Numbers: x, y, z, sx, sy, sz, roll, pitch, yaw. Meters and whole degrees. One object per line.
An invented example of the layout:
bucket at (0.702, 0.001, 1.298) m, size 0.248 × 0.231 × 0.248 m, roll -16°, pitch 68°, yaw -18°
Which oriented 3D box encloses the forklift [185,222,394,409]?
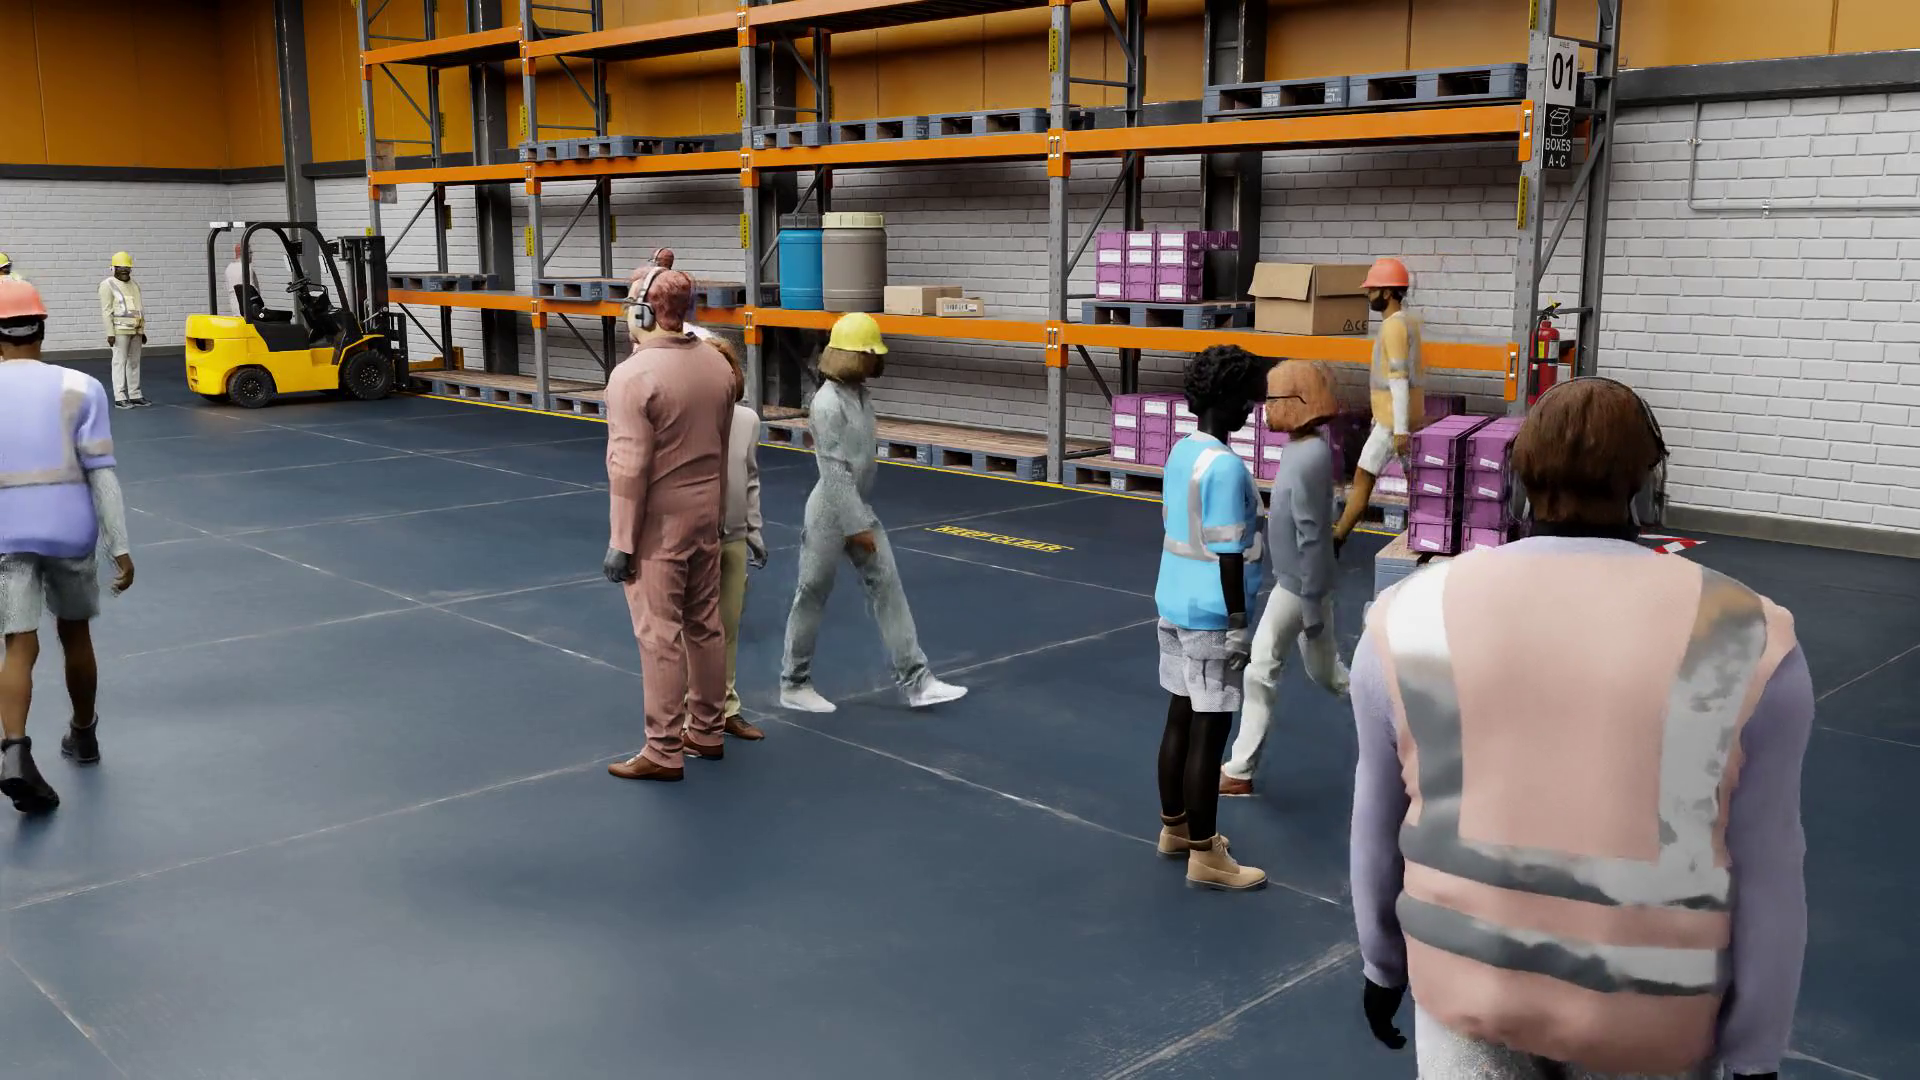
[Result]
forklift at (-8.169, -2.758, 20.163) m, size 2.313 × 2.155 × 1.214 m, roll -10°, pitch 14°, yaw -44°

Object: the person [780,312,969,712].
person at (-0.394, -0.085, 6.929) m, size 0.888 × 1.699 × 0.488 m, roll 4°, pitch 11°, yaw 22°

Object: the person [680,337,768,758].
person at (-0.971, 0.020, 6.550) m, size 0.285 × 1.631 × 0.501 m, roll 10°, pitch 14°, yaw 43°

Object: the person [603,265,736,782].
person at (-1.108, -0.058, 6.214) m, size 0.410 × 1.913 × 0.642 m, roll 5°, pitch 12°, yaw 26°

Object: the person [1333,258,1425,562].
person at (2.572, -0.748, 10.063) m, size 1.000 × 1.878 × 0.567 m, roll 5°, pitch 11°, yaw 23°

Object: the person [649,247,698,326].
person at (-2.746, -1.751, 15.440) m, size 0.651 × 1.913 × 0.410 m, roll -9°, pitch 14°, yaw -39°

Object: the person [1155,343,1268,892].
person at (0.782, 0.237, 5.194) m, size 0.318 × 1.695 × 0.534 m, roll -2°, pitch 11°, yaw -11°

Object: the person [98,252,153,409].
person at (-9.789, -2.462, 19.541) m, size 0.404 × 1.828 × 0.602 m, roll 2°, pitch 11°, yaw 13°

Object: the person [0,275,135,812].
person at (-3.327, -0.002, 6.004) m, size 0.592 × 1.891 × 0.941 m, roll -5°, pitch 12°, yaw -25°

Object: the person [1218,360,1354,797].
person at (1.261, 0.157, 5.886) m, size 0.813 × 1.598 × 0.515 m, roll 2°, pitch 11°, yaw 13°

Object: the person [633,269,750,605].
person at (-1.369, -0.451, 8.522) m, size 0.734 × 1.864 × 0.571 m, roll 8°, pitch 13°, yaw 37°

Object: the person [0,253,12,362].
person at (-11.365, -2.509, 19.823) m, size 0.403 × 1.826 × 0.591 m, roll -2°, pitch 11°, yaw -9°

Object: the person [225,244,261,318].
person at (-10.411, -3.369, 24.285) m, size 0.648 × 1.907 × 0.401 m, roll 9°, pitch 14°, yaw 40°

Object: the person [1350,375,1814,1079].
person at (0.901, 0.667, 2.503) m, size 0.643 × 1.818 × 0.566 m, roll 5°, pitch 12°, yaw 26°

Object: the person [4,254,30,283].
person at (-12.677, -2.915, 22.132) m, size 0.647 × 1.798 × 0.968 m, roll 0°, pitch 10°, yaw 0°
